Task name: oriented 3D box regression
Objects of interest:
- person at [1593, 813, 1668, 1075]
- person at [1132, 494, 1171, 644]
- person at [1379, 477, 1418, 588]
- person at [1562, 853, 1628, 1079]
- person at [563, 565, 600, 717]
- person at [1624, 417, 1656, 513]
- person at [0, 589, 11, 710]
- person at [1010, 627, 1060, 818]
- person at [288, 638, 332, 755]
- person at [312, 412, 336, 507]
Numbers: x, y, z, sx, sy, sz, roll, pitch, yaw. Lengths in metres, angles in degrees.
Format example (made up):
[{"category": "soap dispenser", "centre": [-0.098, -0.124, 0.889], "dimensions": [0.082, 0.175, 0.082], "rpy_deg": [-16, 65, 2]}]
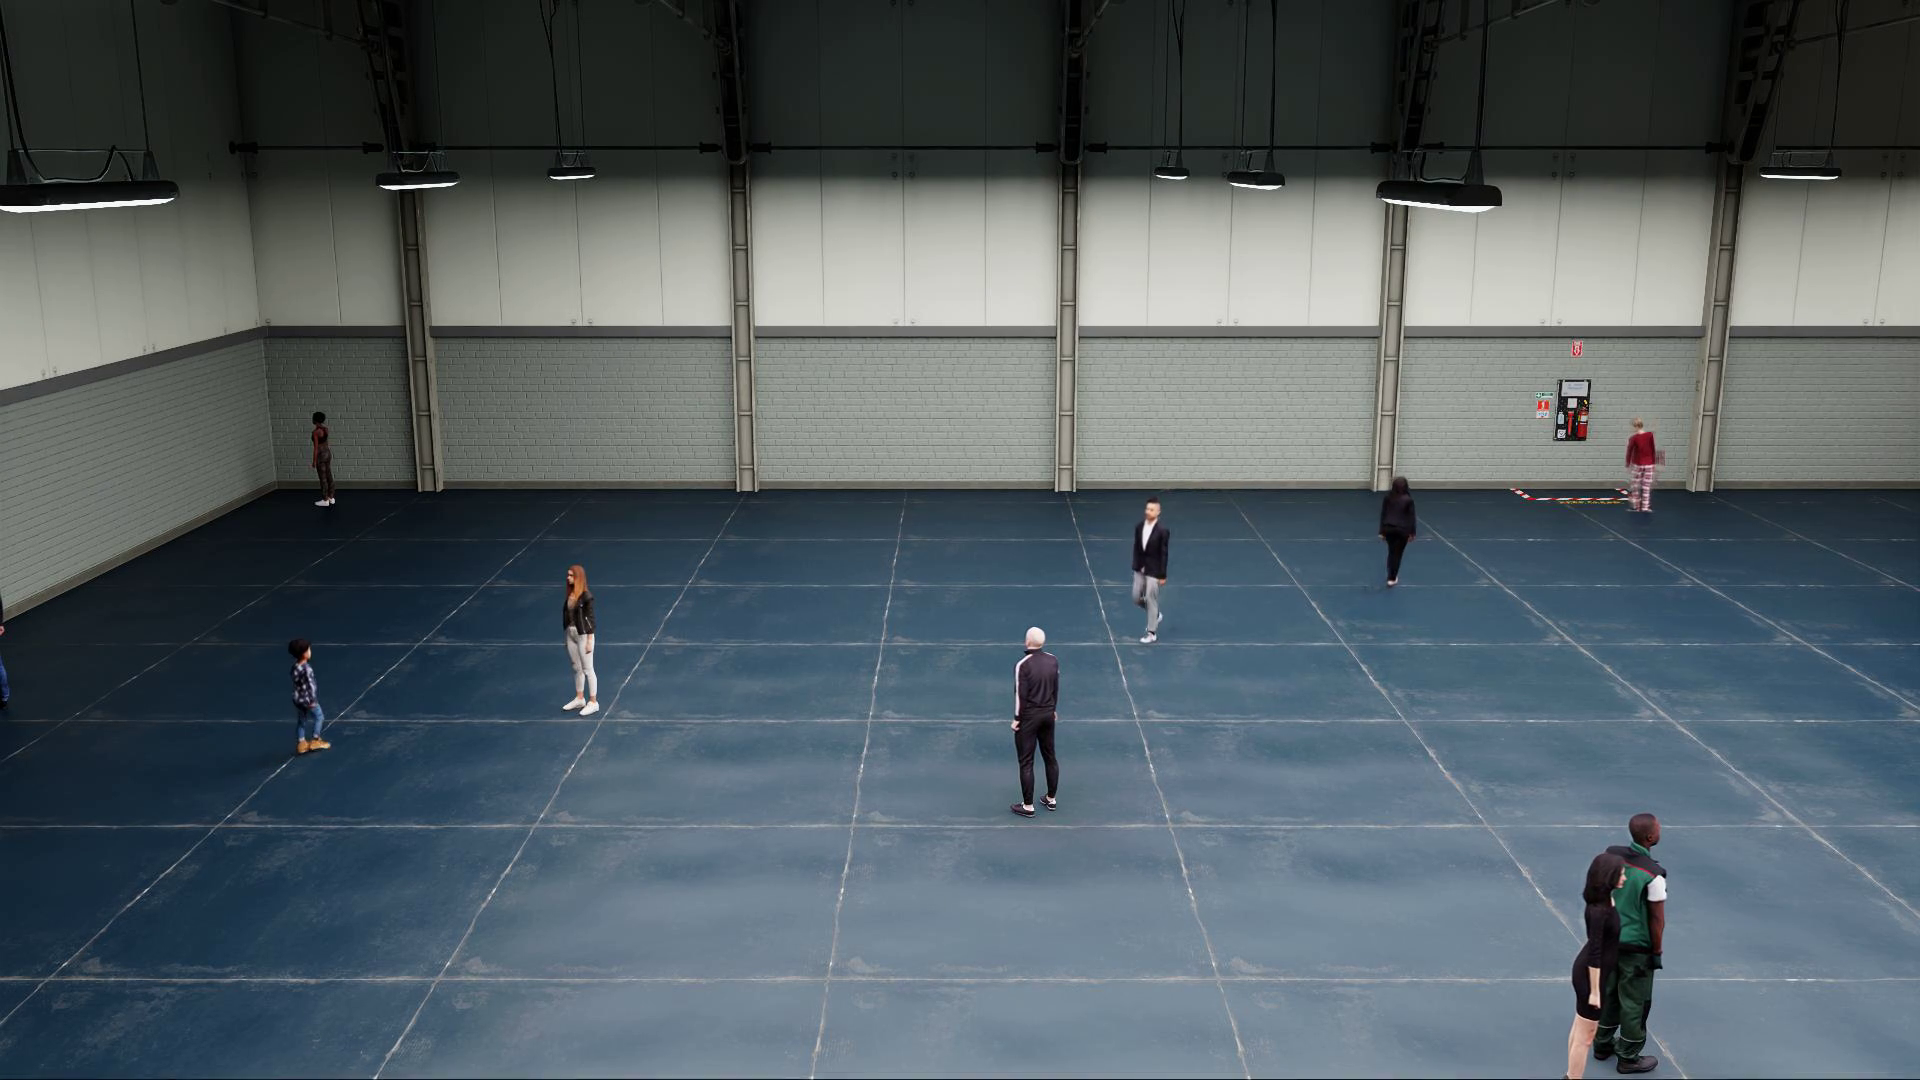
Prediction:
[{"category": "person", "centre": [4.604, 2.744, 11.432], "dimensions": [0.744, 1.838, 0.771], "rpy_deg": [-6, 14, -24]}, {"category": "person", "centre": [2.516, 0.355, 21.517], "dimensions": [0.925, 1.941, 0.985], "rpy_deg": [13, 18, 43]}, {"category": "person", "centre": [6.341, -0.105, 24.266], "dimensions": [0.833, 1.598, 0.892], "rpy_deg": [10, 17, 37]}, {"category": "person", "centre": [4.138, 2.890, 10.877], "dimensions": [0.638, 1.804, 0.658], "rpy_deg": [6, 14, 23]}, {"category": "person", "centre": [-4.286, 1.109, 18.787], "dimensions": [0.656, 1.704, 0.735], "rpy_deg": [11, 17, 39]}, {"category": "person", "centre": [12.077, -1.322, 29.339], "dimensions": [0.480, 1.680, 0.752], "rpy_deg": [2, 13, 10]}, {"category": "person", "centre": [-11.062, 1.016, 18.769], "dimensions": [0.780, 1.894, 0.762], "rpy_deg": [9, 16, 35]}, {"category": "person", "centre": [0.730, 1.720, 15.853], "dimensions": [0.725, 1.837, 0.827], "rpy_deg": [-9, 16, -34]}, {"category": "person", "centre": [-6.923, 1.652, 17.467], "dimensions": [0.622, 1.241, 0.685], "rpy_deg": [10, 16, 36]}, {"category": "person", "centre": [-11.489, -1.478, 29.968], "dimensions": [0.598, 1.700, 0.616], "rpy_deg": [3, 13, 12]}]
